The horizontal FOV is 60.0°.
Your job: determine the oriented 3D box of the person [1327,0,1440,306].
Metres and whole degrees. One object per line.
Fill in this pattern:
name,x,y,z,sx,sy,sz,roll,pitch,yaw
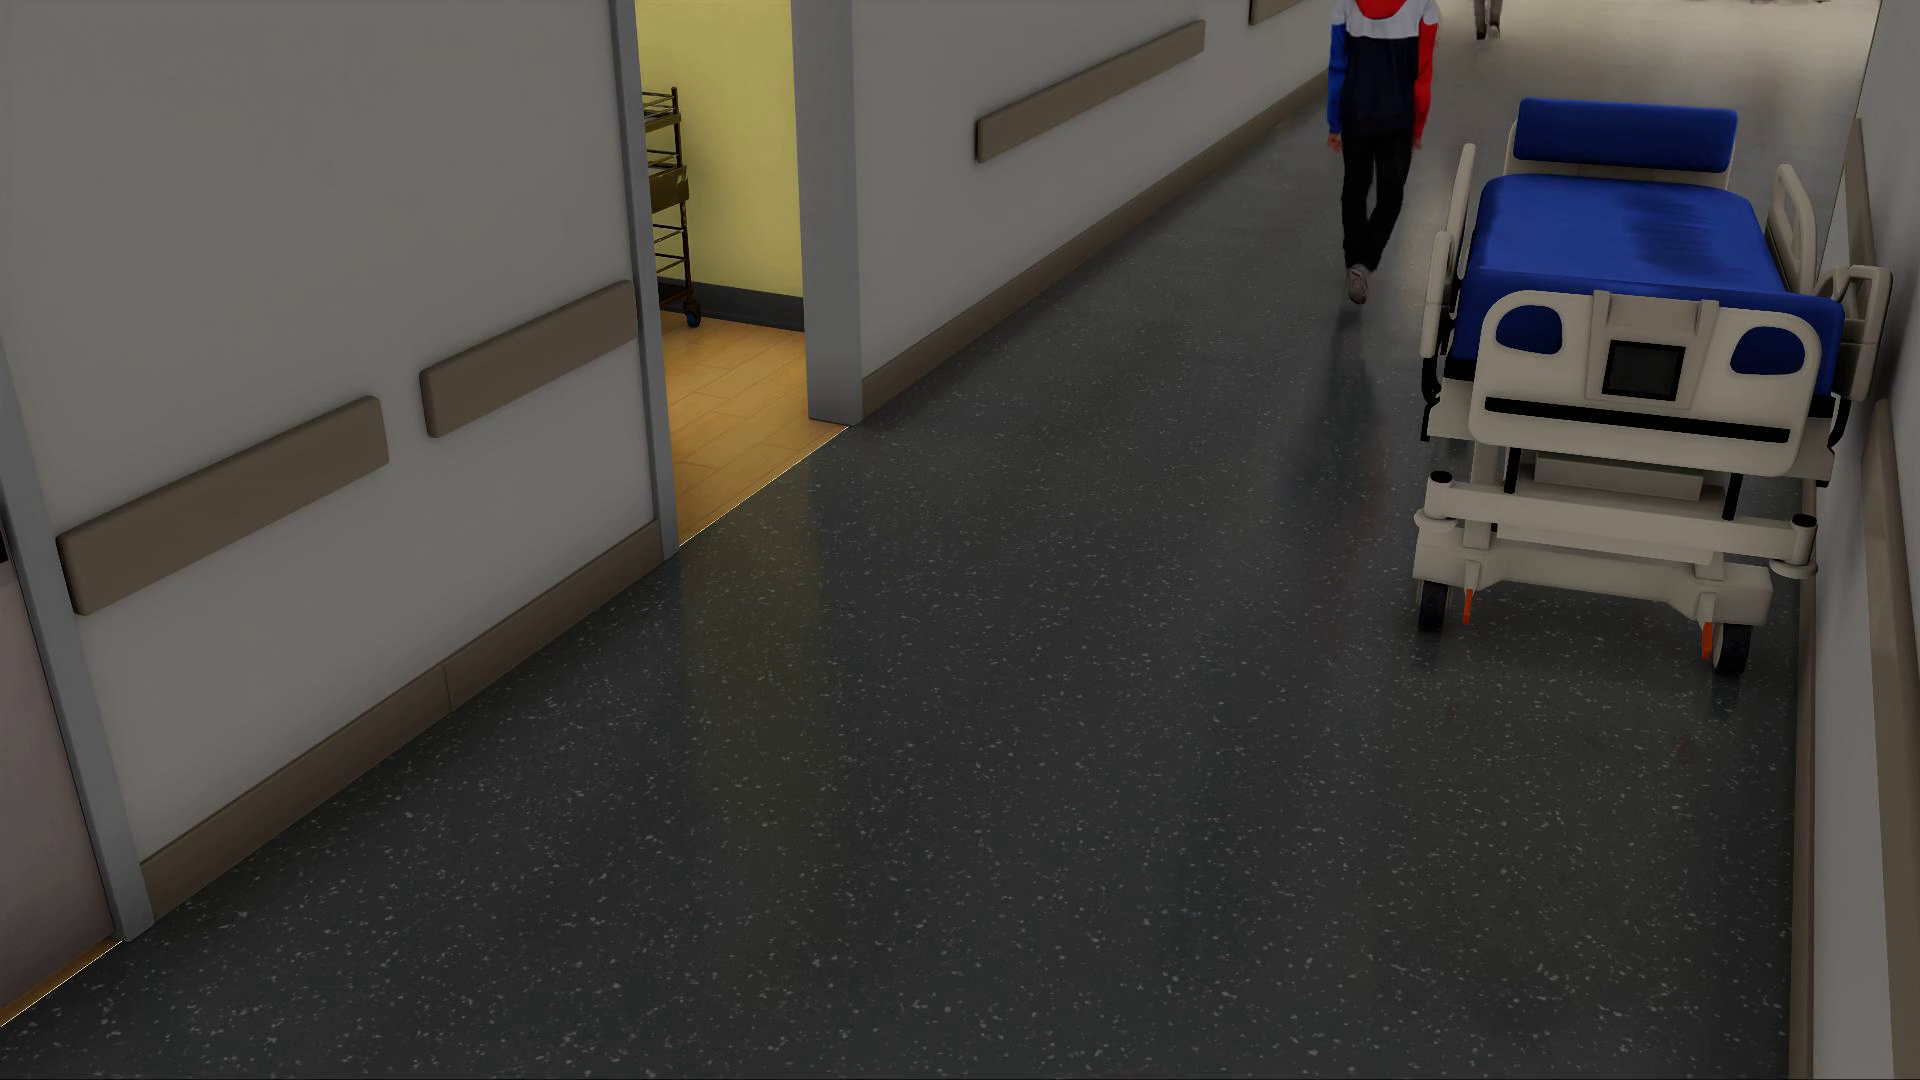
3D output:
person,1.959,-1.972,7.831,1.051,1.731,0.737,10,27,19
